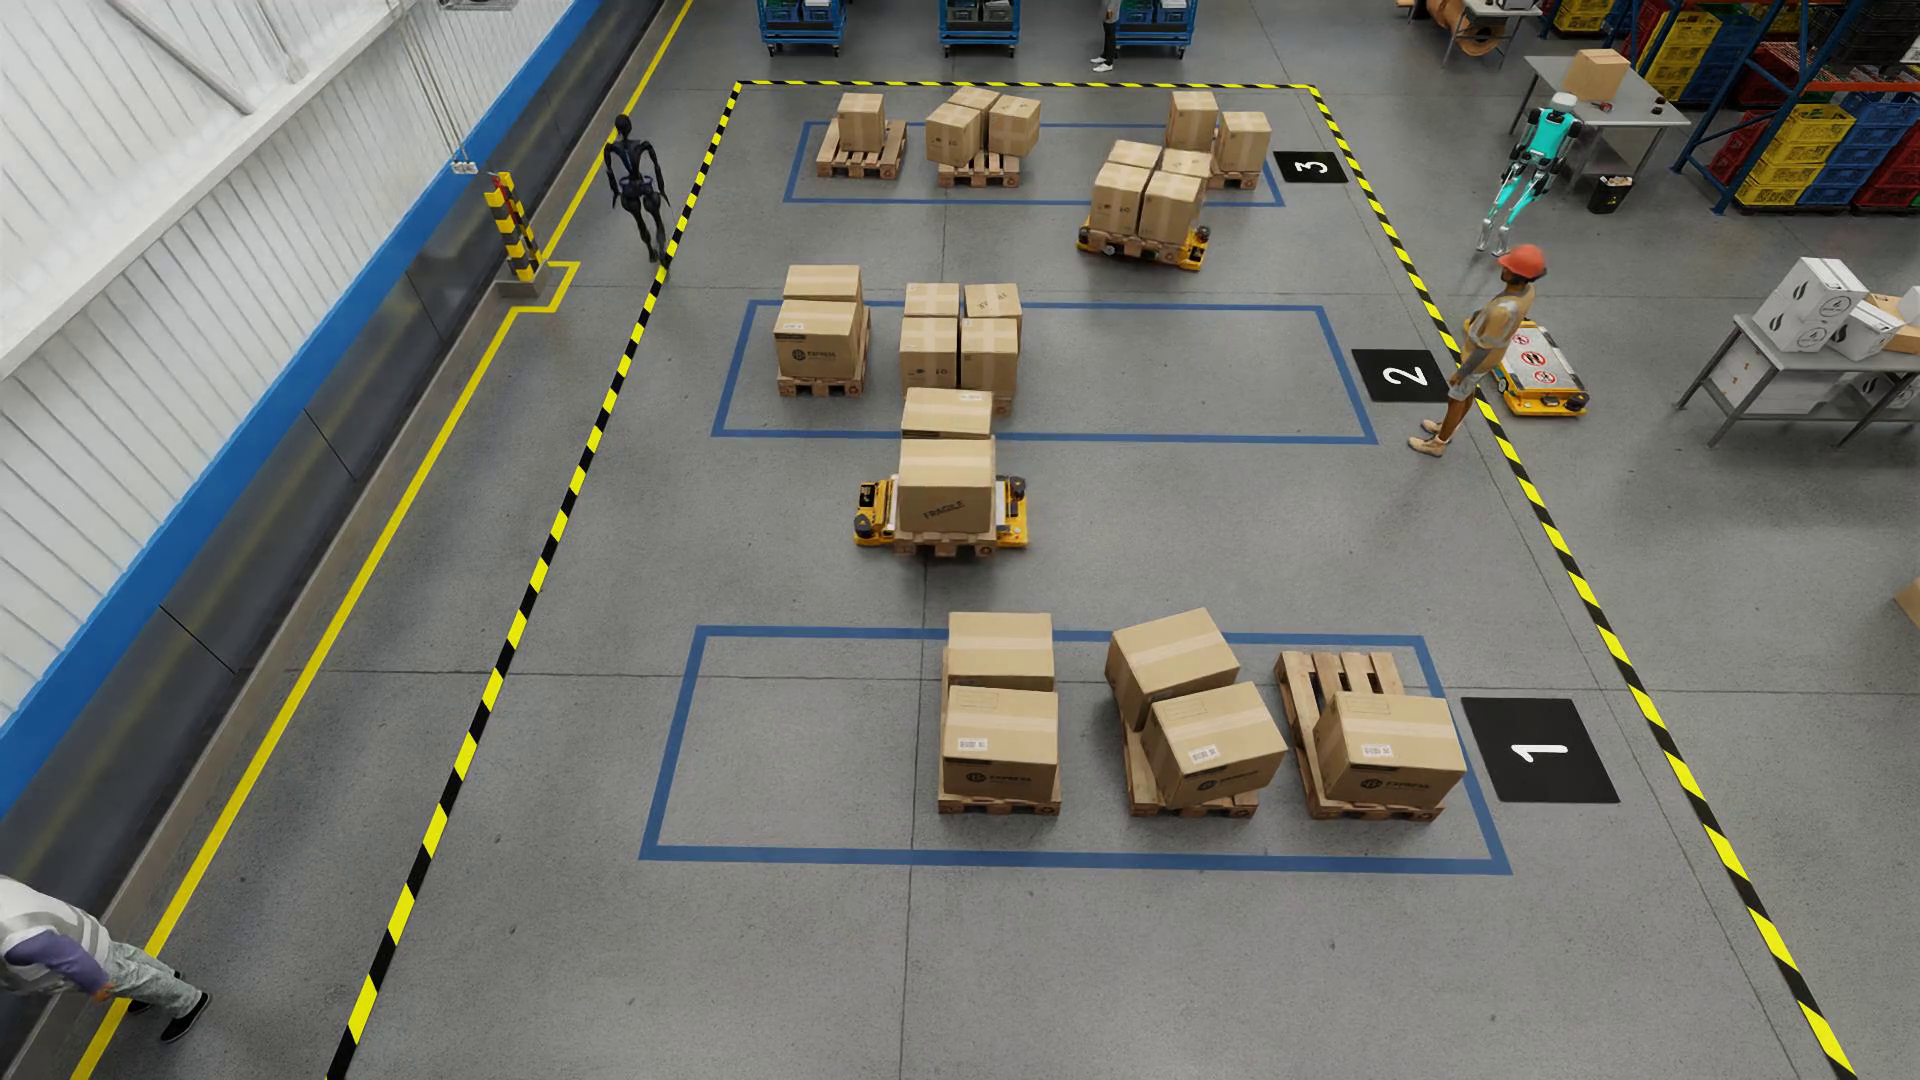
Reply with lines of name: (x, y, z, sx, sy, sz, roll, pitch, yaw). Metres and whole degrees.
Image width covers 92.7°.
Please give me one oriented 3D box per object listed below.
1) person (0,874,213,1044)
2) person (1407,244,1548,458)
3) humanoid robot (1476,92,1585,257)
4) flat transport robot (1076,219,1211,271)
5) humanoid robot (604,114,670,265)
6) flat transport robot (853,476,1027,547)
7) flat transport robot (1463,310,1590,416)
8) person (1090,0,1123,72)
person: (-4.559, 2.129, 4.662, 0.587, 1.822, 0.404, 25, 54, 20)
person: (4.345, -1.552, 7.702, 0.366, 2.048, 0.604, 35, 58, 27)
humanoid robot: (5.967, -3.810, 9.771, 0.735, 1.676, 0.533, -35, 58, -26)
flat transport robot: (2.111, -3.476, 10.524, 1.431, 0.197, 0.652, 16, 51, 13)
humanoid robot: (-3.452, -3.677, 9.792, 0.602, 1.645, 0.531, -8, 50, -7)
flat transport robot: (-0.157, -0.257, 7.738, 1.431, 0.197, 0.652, 1, 49, 1)
flat transport robot: (5.573, -1.757, 9.054, 0.659, 0.231, 1.431, 1, 49, 1)
person: (2.152, -7.768, 13.209, 0.376, 1.853, 0.589, 0, 49, 0)
